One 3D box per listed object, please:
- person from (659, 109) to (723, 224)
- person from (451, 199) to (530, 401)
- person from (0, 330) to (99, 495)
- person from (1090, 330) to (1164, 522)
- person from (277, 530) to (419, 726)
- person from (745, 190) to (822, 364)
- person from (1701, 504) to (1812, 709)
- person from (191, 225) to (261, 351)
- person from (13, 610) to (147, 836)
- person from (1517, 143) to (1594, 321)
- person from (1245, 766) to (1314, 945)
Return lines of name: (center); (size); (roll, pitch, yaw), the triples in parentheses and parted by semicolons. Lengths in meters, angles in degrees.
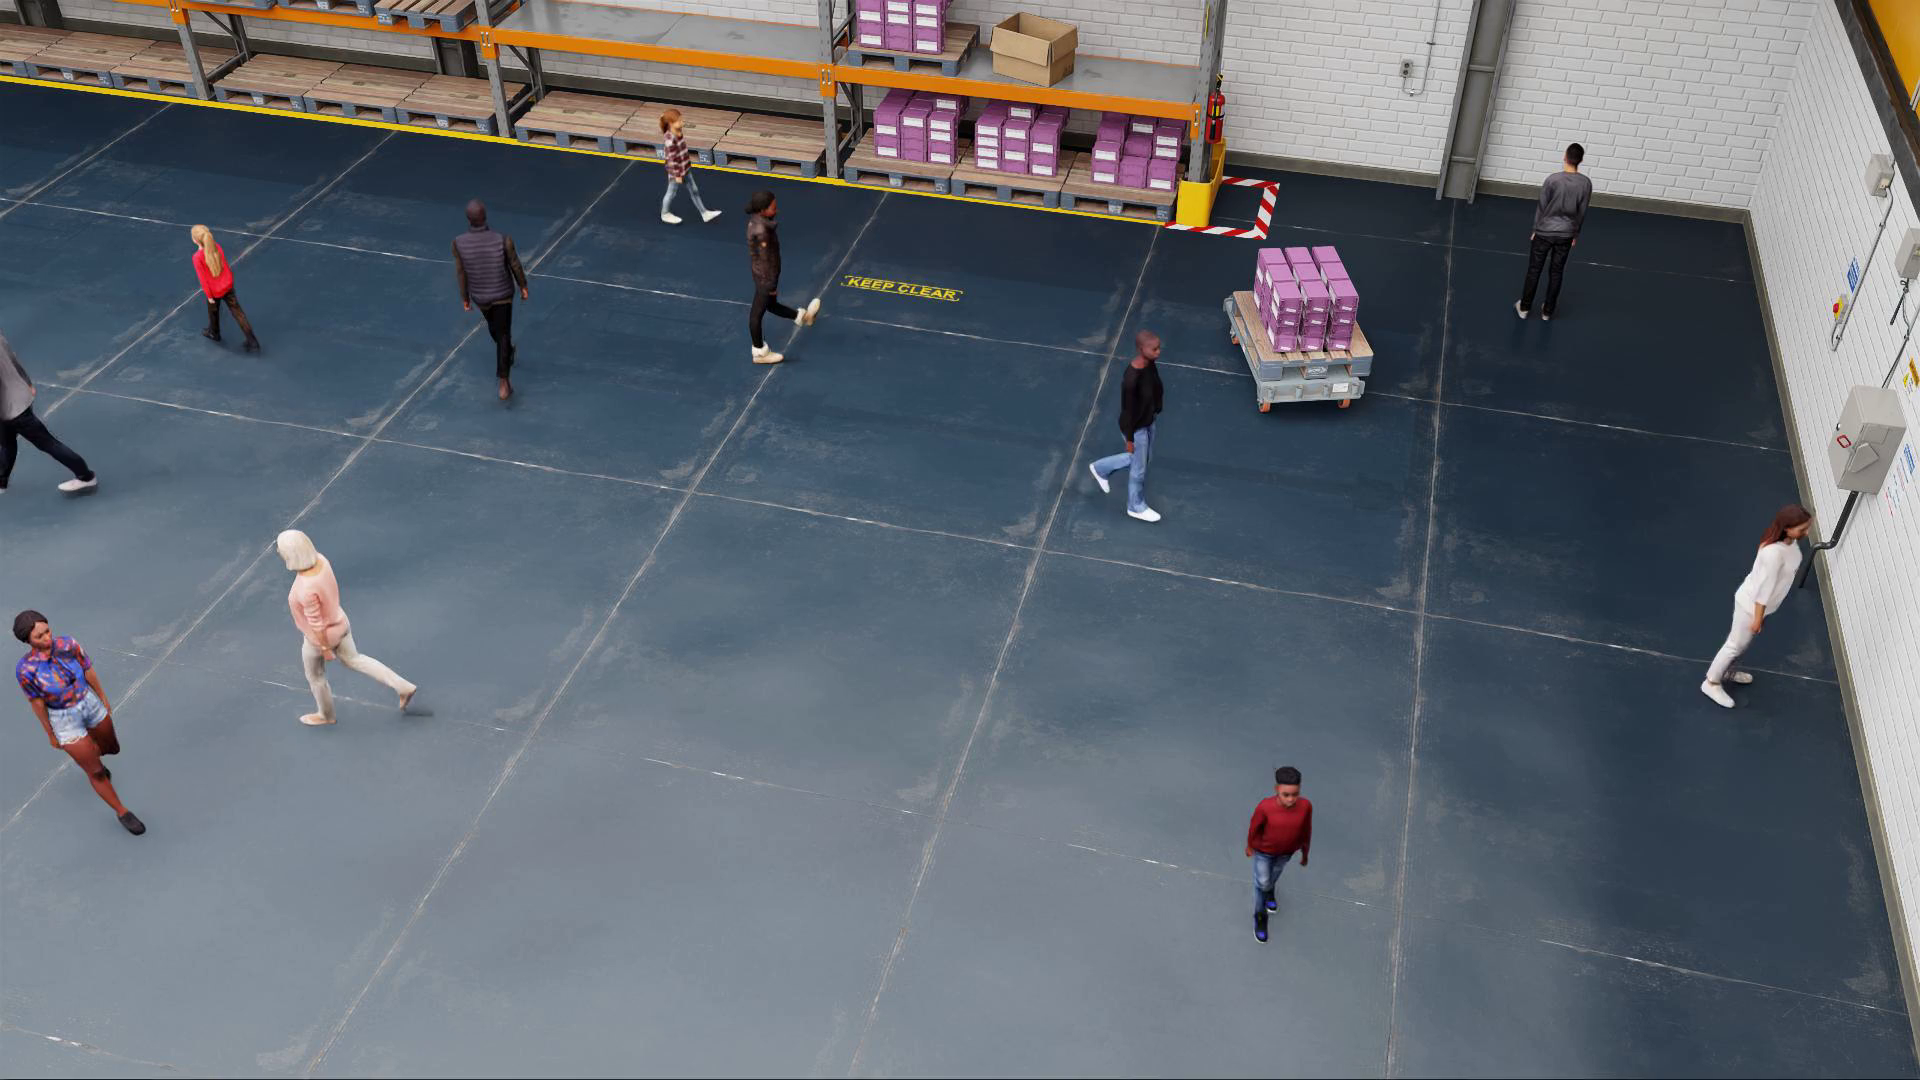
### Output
person: (-2.984, -3.846, 17.226); (0.870, 1.274, 0.539); (9, 39, 11)
person: (-4.108, -2.084, 14.606); (1.237, 1.790, 1.055); (-3, 39, -4)
person: (-7.513, -1.088, 13.353); (1.325, 1.797, 1.123); (-10, 40, -13)
person: (1.344, -0.922, 13.194); (0.964, 1.736, 0.739); (20, 43, 23)
person: (-4.221, 0.610, 11.307); (1.126, 1.697, 0.799); (-1, 39, -1)
person: (-1.627, -2.395, 15.117); (1.041, 1.638, 0.885); (-4, 39, -4)
person: (5.567, 0.405, 11.575); (0.648, 1.684, 0.688); (18, 42, 21)
person: (-6.770, -2.290, 15.297); (0.968, 1.250, 0.662); (20, 43, 23)
person: (-5.685, 1.122, 10.645); (1.040, 1.723, 0.775); (21, 43, 24)
person: (5.593, -2.891, 15.640); (0.505, 1.761, 0.695); (4, 39, 5)
person: (1.920, 1.807, 10.173); (0.698, 1.242, 0.707); (-4, 39, -5)
